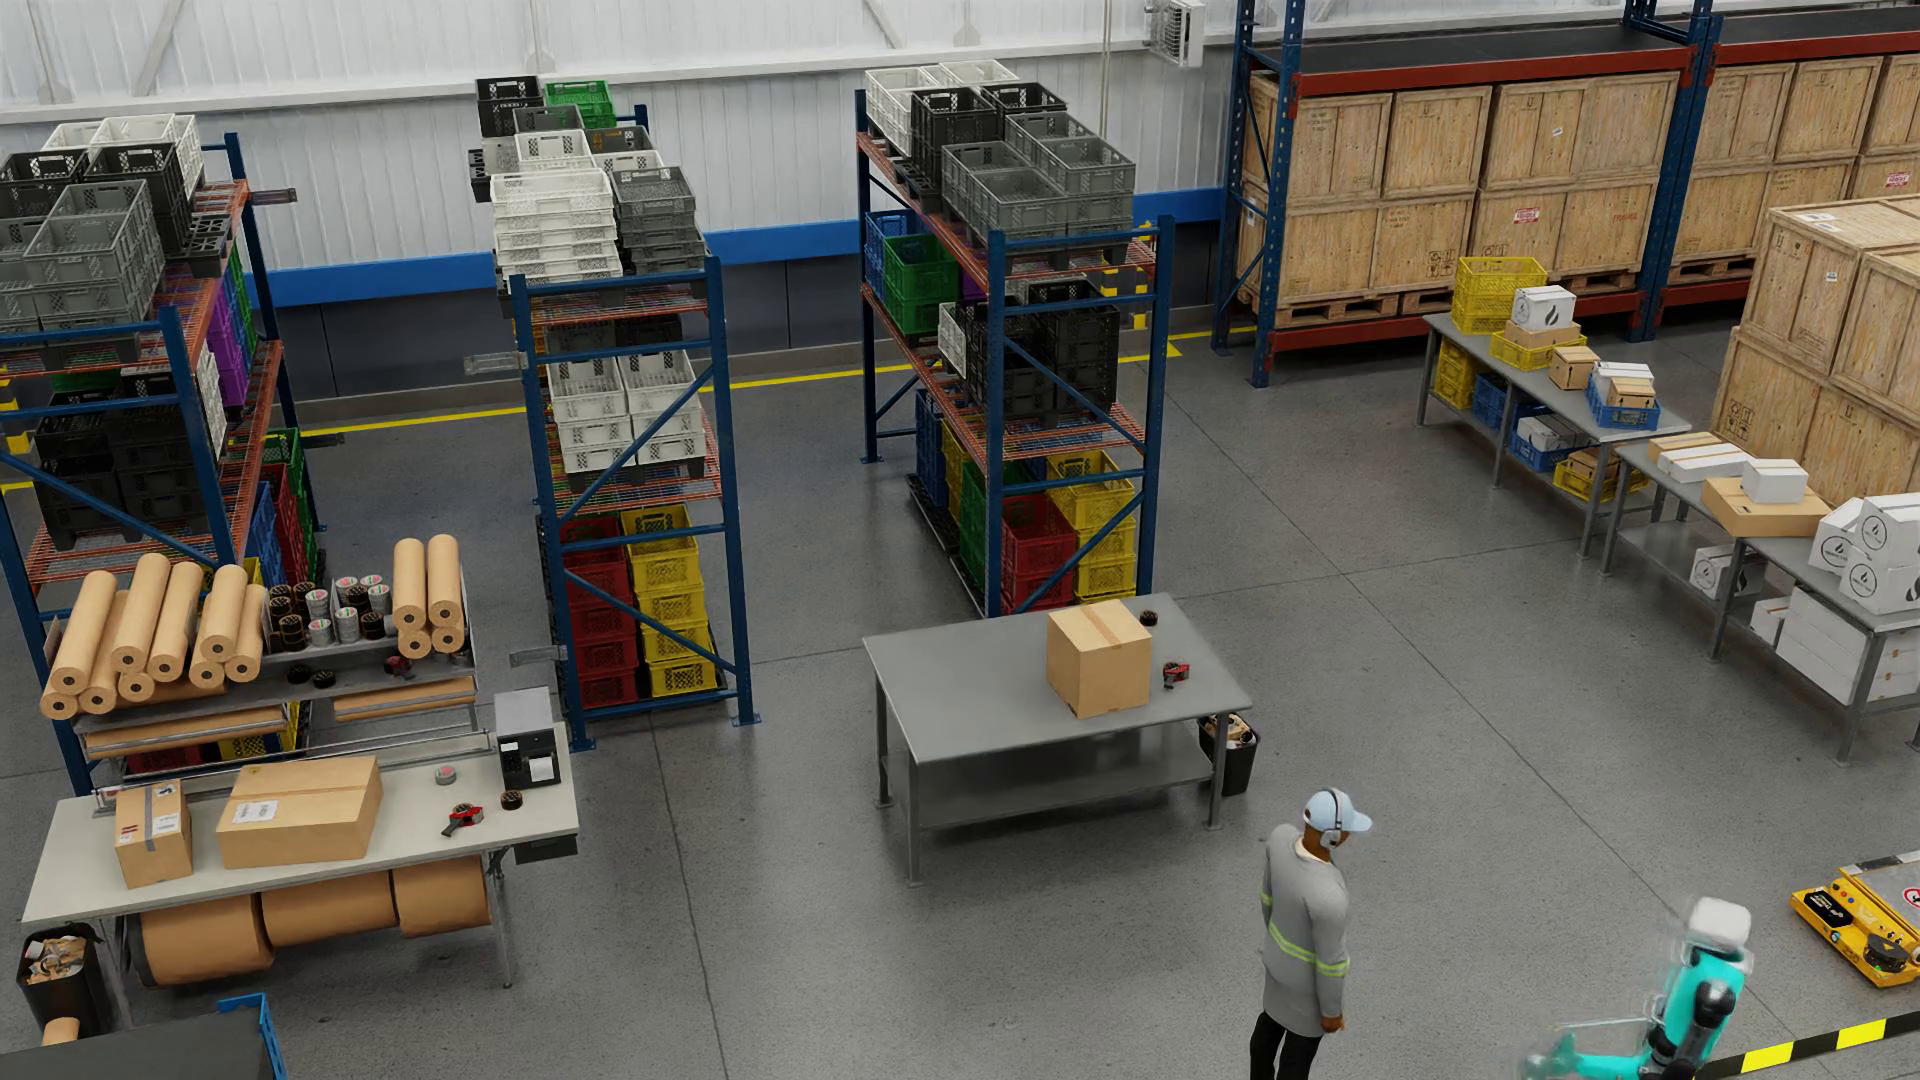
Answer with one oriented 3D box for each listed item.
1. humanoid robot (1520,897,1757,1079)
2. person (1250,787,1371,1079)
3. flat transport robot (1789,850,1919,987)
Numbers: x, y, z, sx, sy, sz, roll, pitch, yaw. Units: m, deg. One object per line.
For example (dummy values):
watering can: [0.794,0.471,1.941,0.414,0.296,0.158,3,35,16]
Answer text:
humanoid robot: [2.632,2.124,6.826,1.048,1.758,0.530,13,31,23]
person: [1.504,1.839,7.176,0.397,1.848,0.587,-8,30,-15]
flat transport robot: [5.163,1.916,8.676,1.431,0.231,0.659,-8,30,-14]
